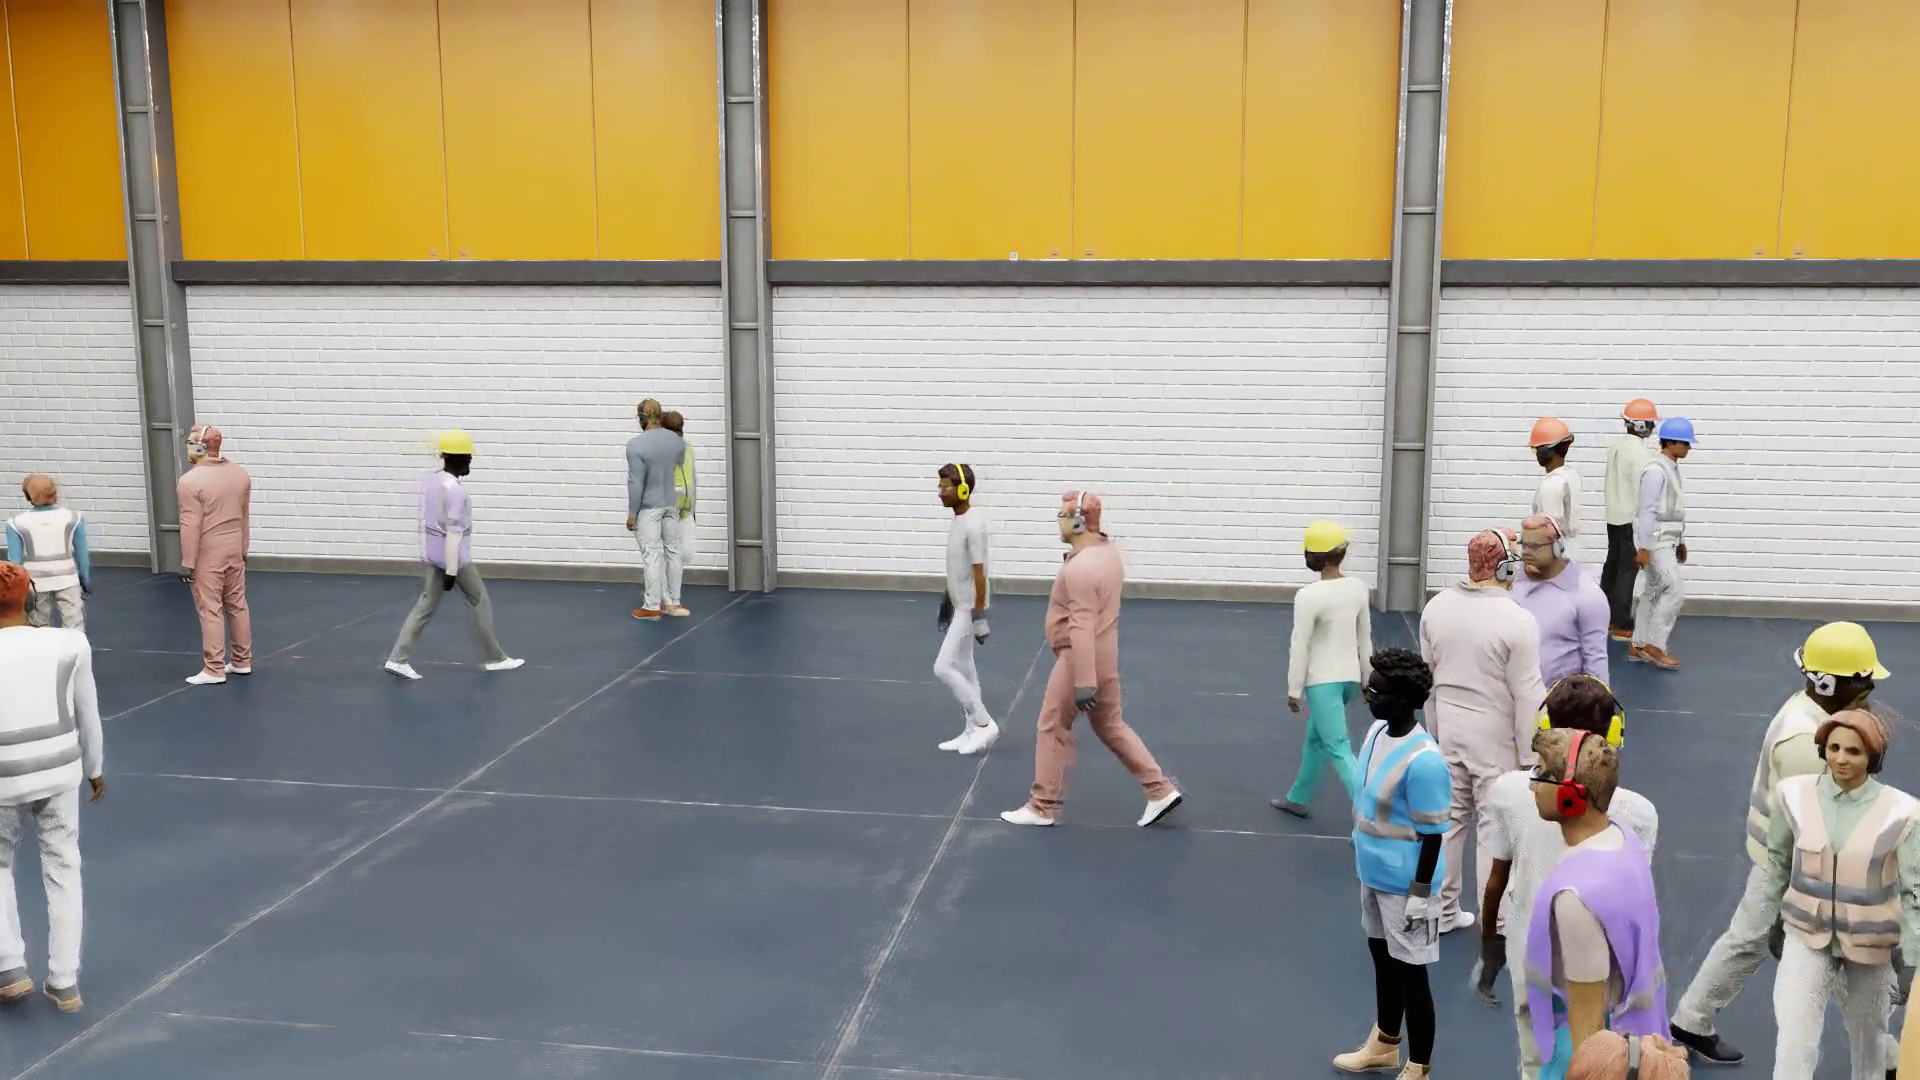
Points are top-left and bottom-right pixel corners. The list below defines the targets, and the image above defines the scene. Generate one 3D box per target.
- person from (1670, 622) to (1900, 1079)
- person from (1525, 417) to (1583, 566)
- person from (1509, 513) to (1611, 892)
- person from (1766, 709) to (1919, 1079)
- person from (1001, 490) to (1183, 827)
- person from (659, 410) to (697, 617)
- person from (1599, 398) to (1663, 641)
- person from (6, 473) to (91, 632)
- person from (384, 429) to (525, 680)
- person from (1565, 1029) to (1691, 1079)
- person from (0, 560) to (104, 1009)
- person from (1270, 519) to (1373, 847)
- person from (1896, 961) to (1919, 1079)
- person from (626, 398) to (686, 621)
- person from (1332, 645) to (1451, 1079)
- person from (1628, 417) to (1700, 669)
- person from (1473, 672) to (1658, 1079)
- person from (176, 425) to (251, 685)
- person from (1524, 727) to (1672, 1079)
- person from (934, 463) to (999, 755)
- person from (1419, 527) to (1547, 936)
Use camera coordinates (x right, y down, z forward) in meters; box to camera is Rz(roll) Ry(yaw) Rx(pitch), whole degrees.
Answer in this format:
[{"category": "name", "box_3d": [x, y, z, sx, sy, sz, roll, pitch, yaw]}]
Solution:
[{"category": "person", "box_3d": [3.133, 1.164, 6.142, 0.966, 1.776, 0.601, 7, 11, 36]}, {"category": "person", "box_3d": [4.034, 0.177, 11.424, 0.393, 2.036, 0.605, 6, 11, 33]}, {"category": "person", "box_3d": [2.946, 0.768, 8.362, 0.985, 1.856, 0.636, -6, 11, -34]}, {"category": "person", "box_3d": [2.964, 1.345, 5.582, 0.525, 1.598, 0.865, 8, 12, 41]}, {"category": "person", "box_3d": [0.741, 0.657, 8.993, 0.936, 1.872, 0.658, 3, 10, 21]}, {"category": "person", "box_3d": [-2.598, -0.250, 14.711, 0.590, 1.823, 0.645, 7, 12, 37]}, {"category": "person", "box_3d": [5.517, -0.170, 13.686, 0.396, 1.992, 0.623, 0, 9, -3]}, {"category": "person", "box_3d": [-6.396, 0.333, 11.716, 0.523, 1.616, 0.685, -6, 11, -34]}, {"category": "person", "box_3d": [-3.832, 0.107, 12.377, 1.019, 1.877, 0.585, -8, 12, -40]}, {"category": "person", "box_3d": [1.309, 1.720, 3.223, 0.861, 1.594, 0.527, 3, 10, 19]}, {"category": "person", "box_3d": [-3.838, 1.005, 6.852, 0.595, 1.866, 0.540, -7, 12, -37]}, {"category": "person", "box_3d": [2.000, 0.748, 8.888, 0.523, 1.719, 0.927, -7, 11, -36]}, {"category": "person", "box_3d": [2.091, 1.512, 3.608, 0.831, 1.905, 0.555, 2, 9, 11]}, {"category": "person", "box_3d": [-2.657, -0.268, 14.471, 0.372, 1.939, 0.631, 7, 11, 35]}, {"category": "person", "box_3d": [1.578, 1.218, 6.041, 0.316, 1.695, 0.541, -1, 9, -9]}, {"category": "person", "box_3d": [5.396, 0.028, 12.646, 0.577, 1.927, 0.635, 7, 11, 35]}, {"category": "person", "box_3d": [1.784, 1.317, 4.977, 0.569, 1.846, 0.496, 7, 12, 37]}, {"category": "person", "box_3d": [-5.508, 0.104, 12.251, 0.410, 1.913, 0.651, 3, 10, 17]}, {"category": "person", "box_3d": [1.784, 1.411, 4.501, 0.684, 1.823, 0.573, 5, 11, 30]}, {"category": "person", "box_3d": [0.002, 0.437, 10.422, 0.405, 1.844, 0.518, -1, 9, -8]}, {"category": "person", "box_3d": [2.349, 0.889, 7.424, 0.410, 1.909, 0.642, -6, 11, -31]}]
